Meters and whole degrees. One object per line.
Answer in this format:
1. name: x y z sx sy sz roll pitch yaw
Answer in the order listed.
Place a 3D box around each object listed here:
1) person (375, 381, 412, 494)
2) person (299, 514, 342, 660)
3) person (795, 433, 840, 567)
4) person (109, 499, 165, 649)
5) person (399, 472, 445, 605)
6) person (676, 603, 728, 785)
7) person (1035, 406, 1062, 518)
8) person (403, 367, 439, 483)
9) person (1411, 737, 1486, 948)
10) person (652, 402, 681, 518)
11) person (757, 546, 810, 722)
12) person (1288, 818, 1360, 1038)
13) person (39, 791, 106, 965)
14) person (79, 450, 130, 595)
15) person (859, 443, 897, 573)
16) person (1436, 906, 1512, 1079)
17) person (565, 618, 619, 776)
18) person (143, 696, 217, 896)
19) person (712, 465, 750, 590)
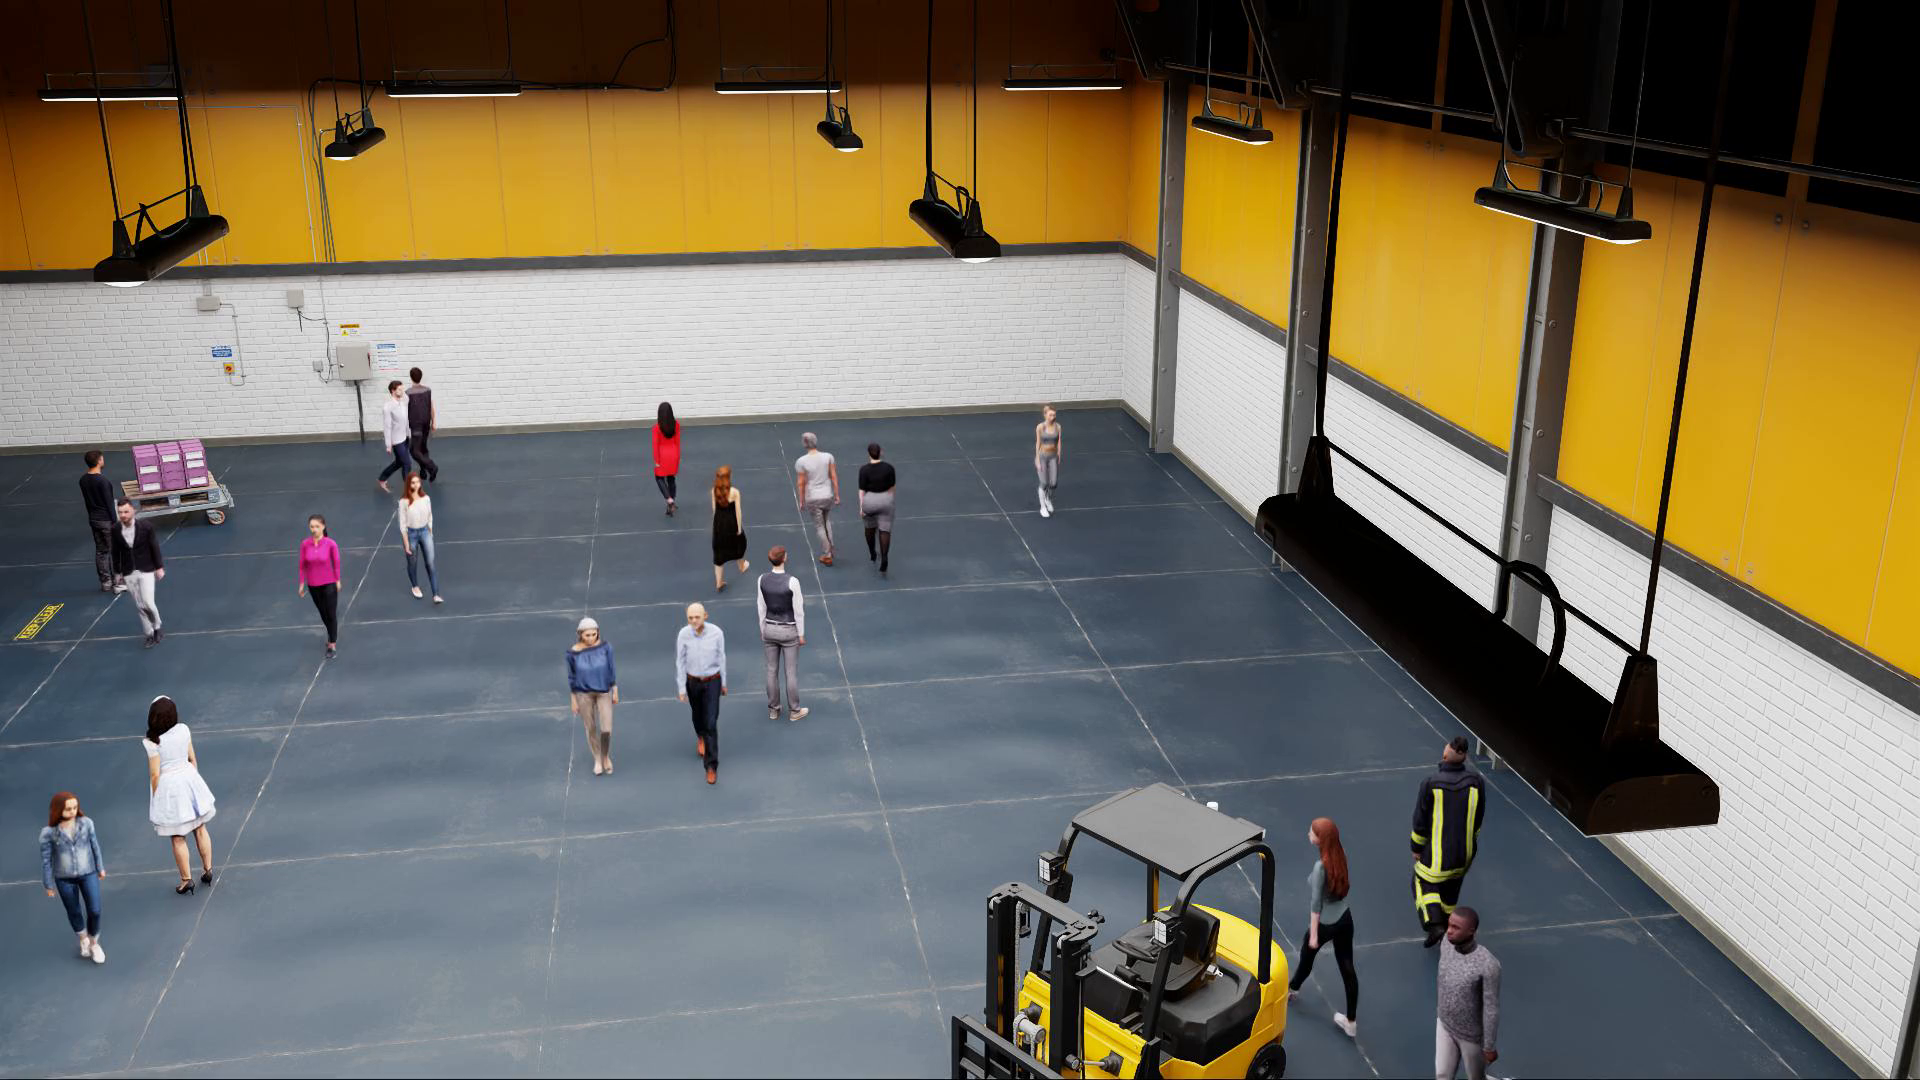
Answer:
1. person: -8.590 -1.515 25.233 1.067 1.814 1.207 5 19 13
2. person: -7.454 0.504 19.468 0.681 1.666 1.023 -1 19 -2
3. person: -1.858 -0.526 22.329 0.817 1.793 0.814 -7 20 -20
4. person: -9.668 0.358 19.644 0.697 1.831 0.626 -2 19 -7
5. person: -6.899 -0.029 21.021 0.871 1.685 1.183 -11 22 -30
6. person: -2.572 1.441 16.561 0.675 1.745 1.260 -2 19 -7
7. person: 1.234 -1.182 24.451 0.578 1.682 0.656 -5 19 -14
8. person: -8.403 -1.762 25.942 1.097 1.829 1.019 15 23 37
9. person: 3.938 2.458 13.390 0.790 1.843 0.885 -1 19 -4
10. person: -4.231 -1.150 24.268 0.764 1.738 0.851 -13 22 -33
11. person: -1.900 0.974 17.649 0.746 1.937 0.745 6 20 18
12. person: 2.794 2.898 12.312 1.075 1.696 1.195 -15 24 -37
13. person: -7.128 2.662 13.375 0.724 1.465 0.776 -13 22 -33
14. person: -11.002 -0.234 21.344 0.721 1.867 0.746 8 20 23
15. person: -1.072 -0.394 22.051 0.719 1.719 1.078 -1 19 -3
16. person: 3.435 3.240 11.122 1.006 1.807 1.093 -12 22 -31
17. person: -3.633 1.515 16.444 0.663 1.682 0.647 -5 19 -15
18. person: -6.690 2.184 14.242 0.912 1.818 0.856 15 24 37
19. person: -3.059 -0.137 21.510 0.873 1.579 1.152 4 19 13
